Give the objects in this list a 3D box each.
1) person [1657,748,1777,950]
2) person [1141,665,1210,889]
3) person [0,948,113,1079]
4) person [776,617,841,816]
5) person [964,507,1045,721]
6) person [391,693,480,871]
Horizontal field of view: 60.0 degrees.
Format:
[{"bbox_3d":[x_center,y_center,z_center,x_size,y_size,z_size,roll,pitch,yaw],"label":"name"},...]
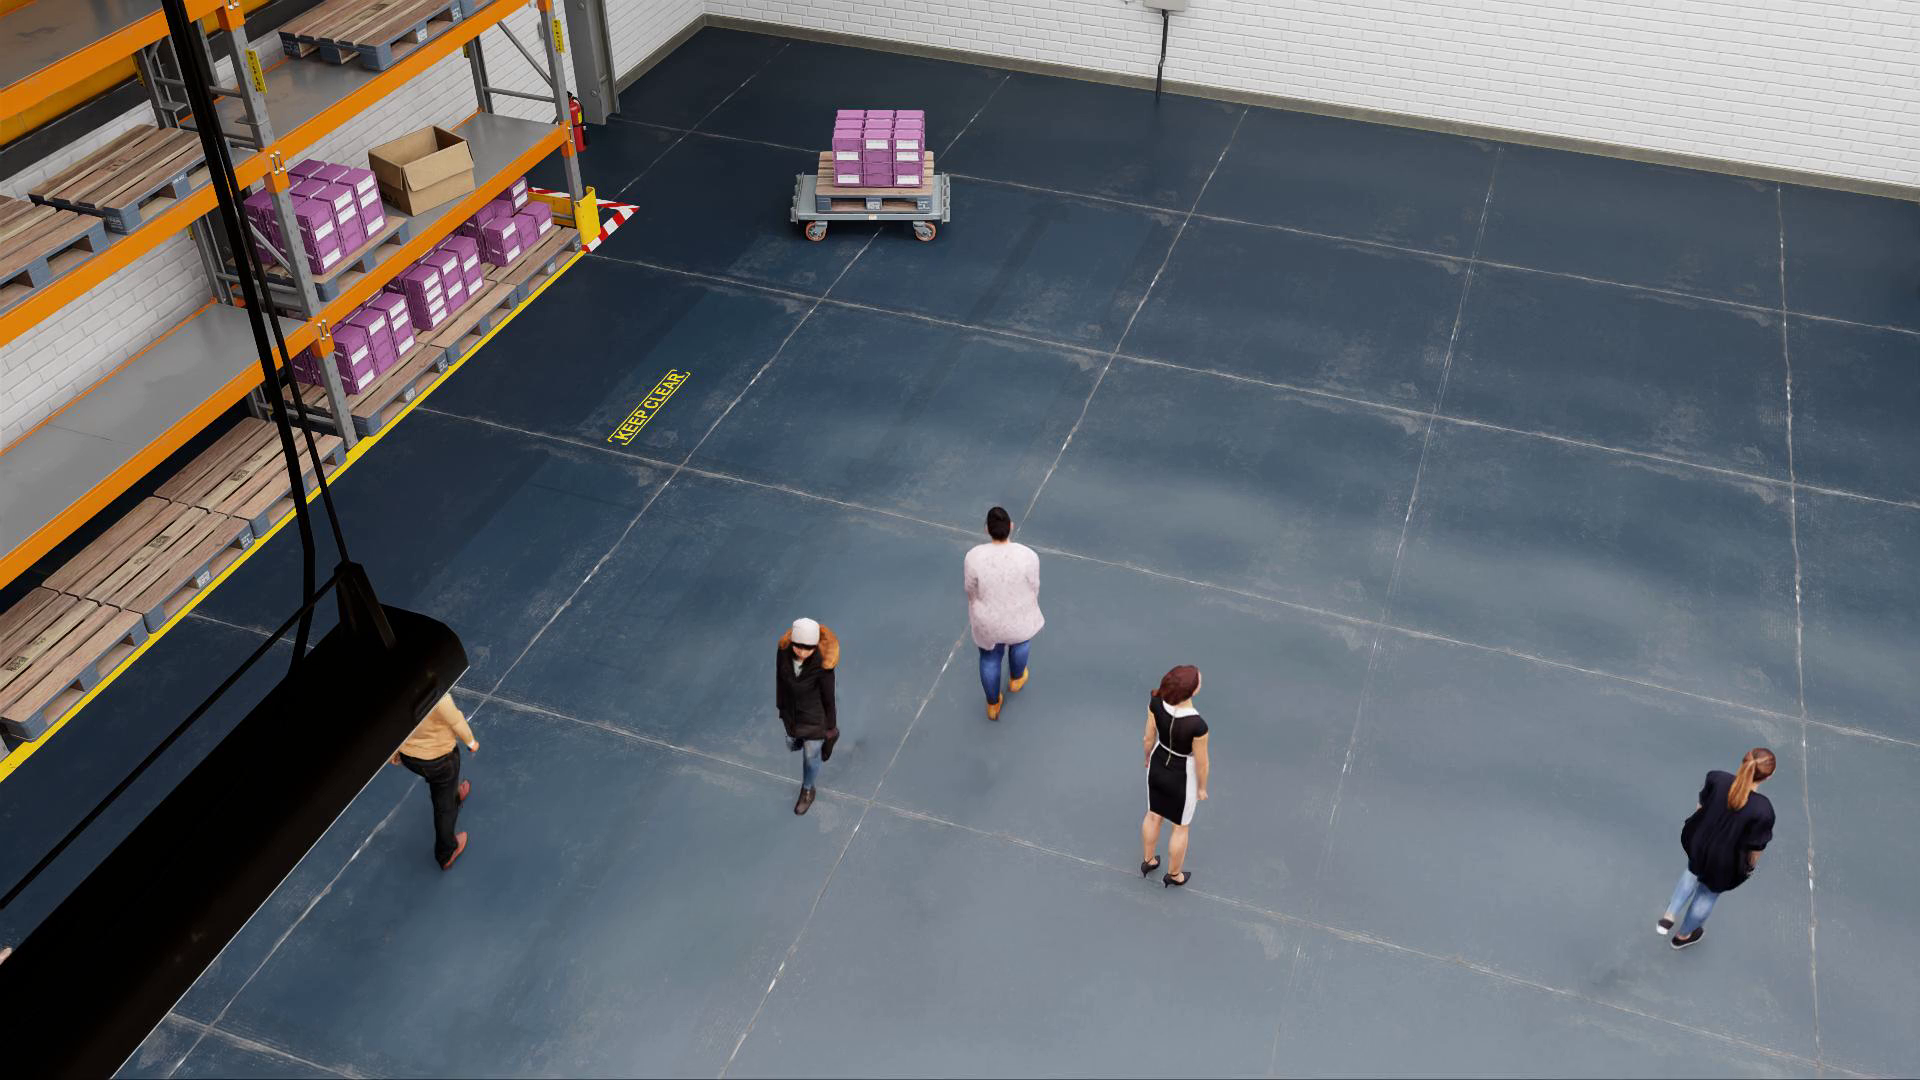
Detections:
[{"bbox_3d":[4.402,1.861,9.793,0.875,1.676,0.818,-22,44,-26],"label":"person"},{"bbox_3d":[1.309,1.458,10.201,0.650,1.795,0.612,28,46,31],"label":"person"},{"bbox_3d":[-4.748,2.799,8.598,0.667,1.701,0.966,20,43,23],"label":"person"},{"bbox_3d":[-0.948,1.076,10.825,0.693,1.615,0.861,20,43,23],"label":"person"},{"bbox_3d":[0.276,0.545,11.401,0.789,1.725,0.839,5,39,6],"label":"person"},{"bbox_3d":[-3.338,1.381,10.348,0.685,1.732,0.926,11,40,13],"label":"person"}]
